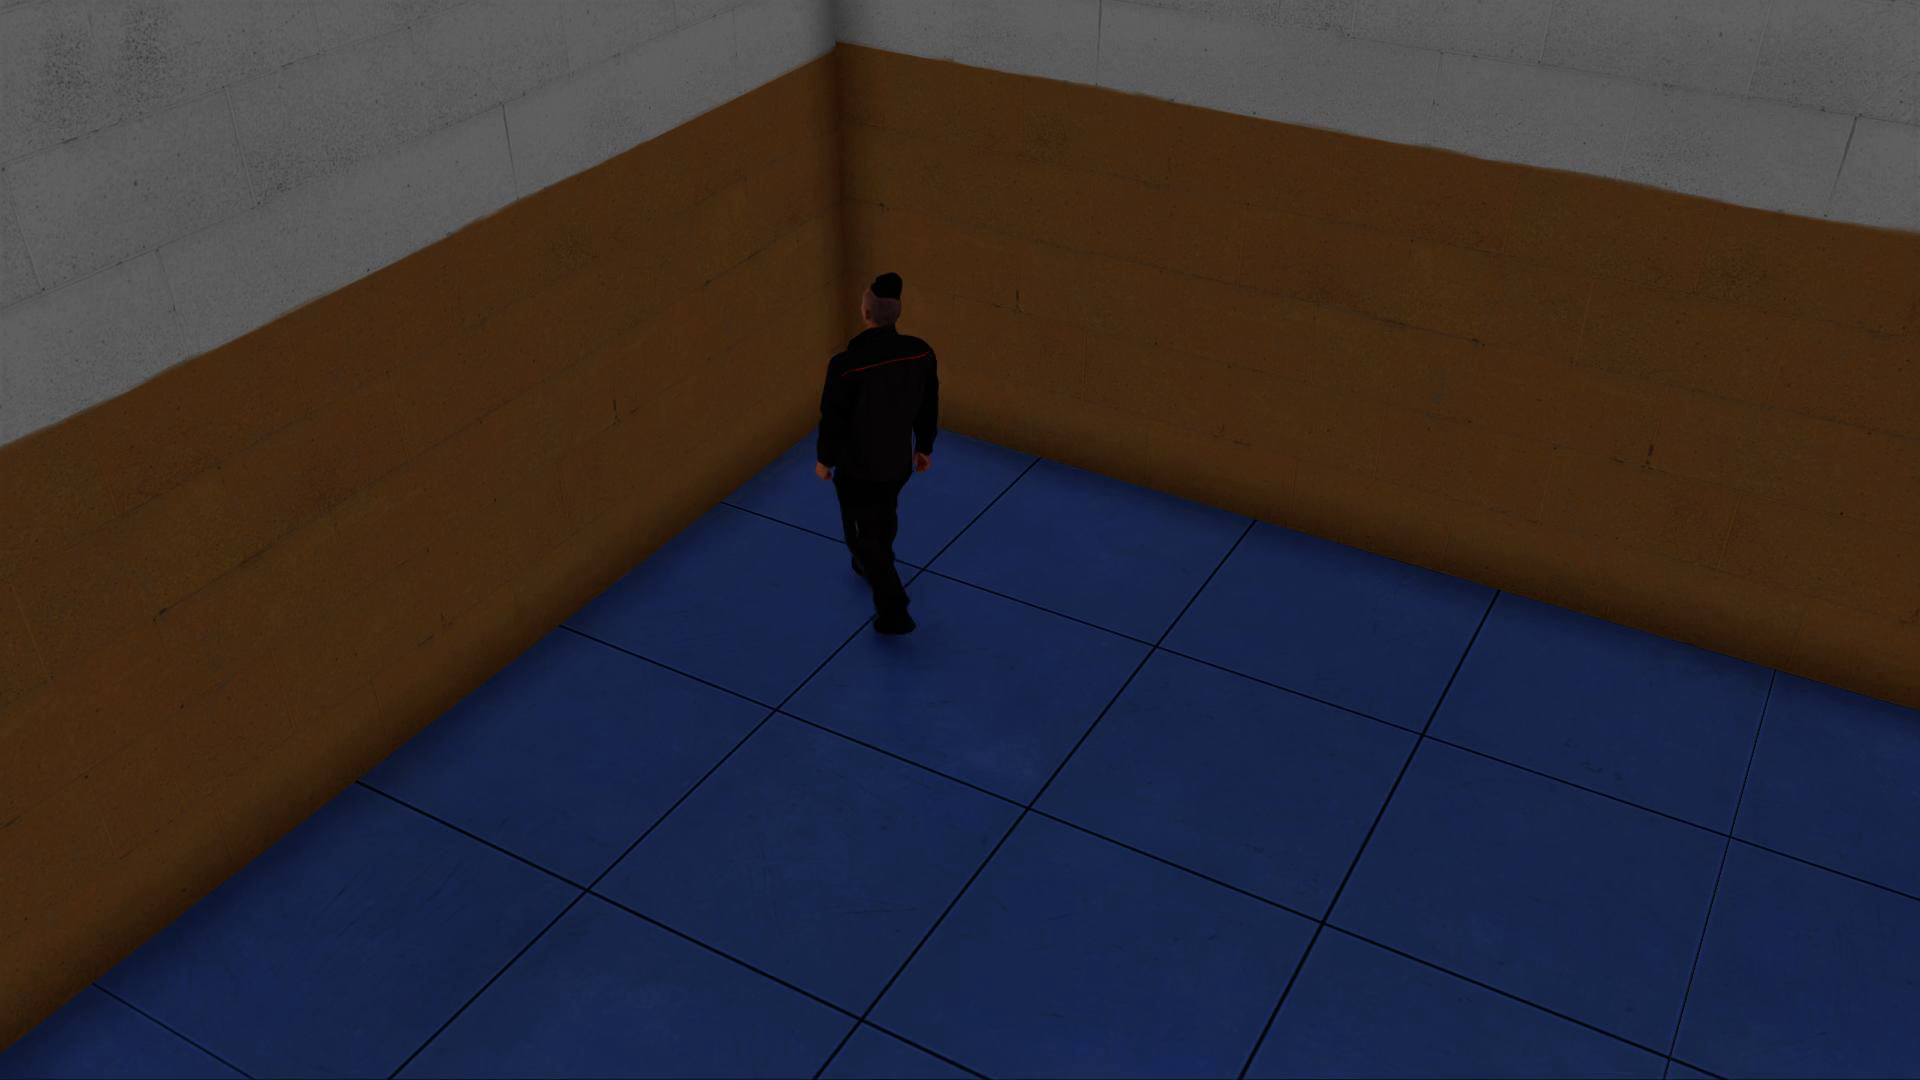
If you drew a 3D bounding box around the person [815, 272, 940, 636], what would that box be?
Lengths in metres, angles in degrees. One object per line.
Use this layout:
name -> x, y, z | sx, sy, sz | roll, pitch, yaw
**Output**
person -> -0.378, -0.375, 7.838 | 1.084, 1.839, 1.041 | -23, 40, -31
